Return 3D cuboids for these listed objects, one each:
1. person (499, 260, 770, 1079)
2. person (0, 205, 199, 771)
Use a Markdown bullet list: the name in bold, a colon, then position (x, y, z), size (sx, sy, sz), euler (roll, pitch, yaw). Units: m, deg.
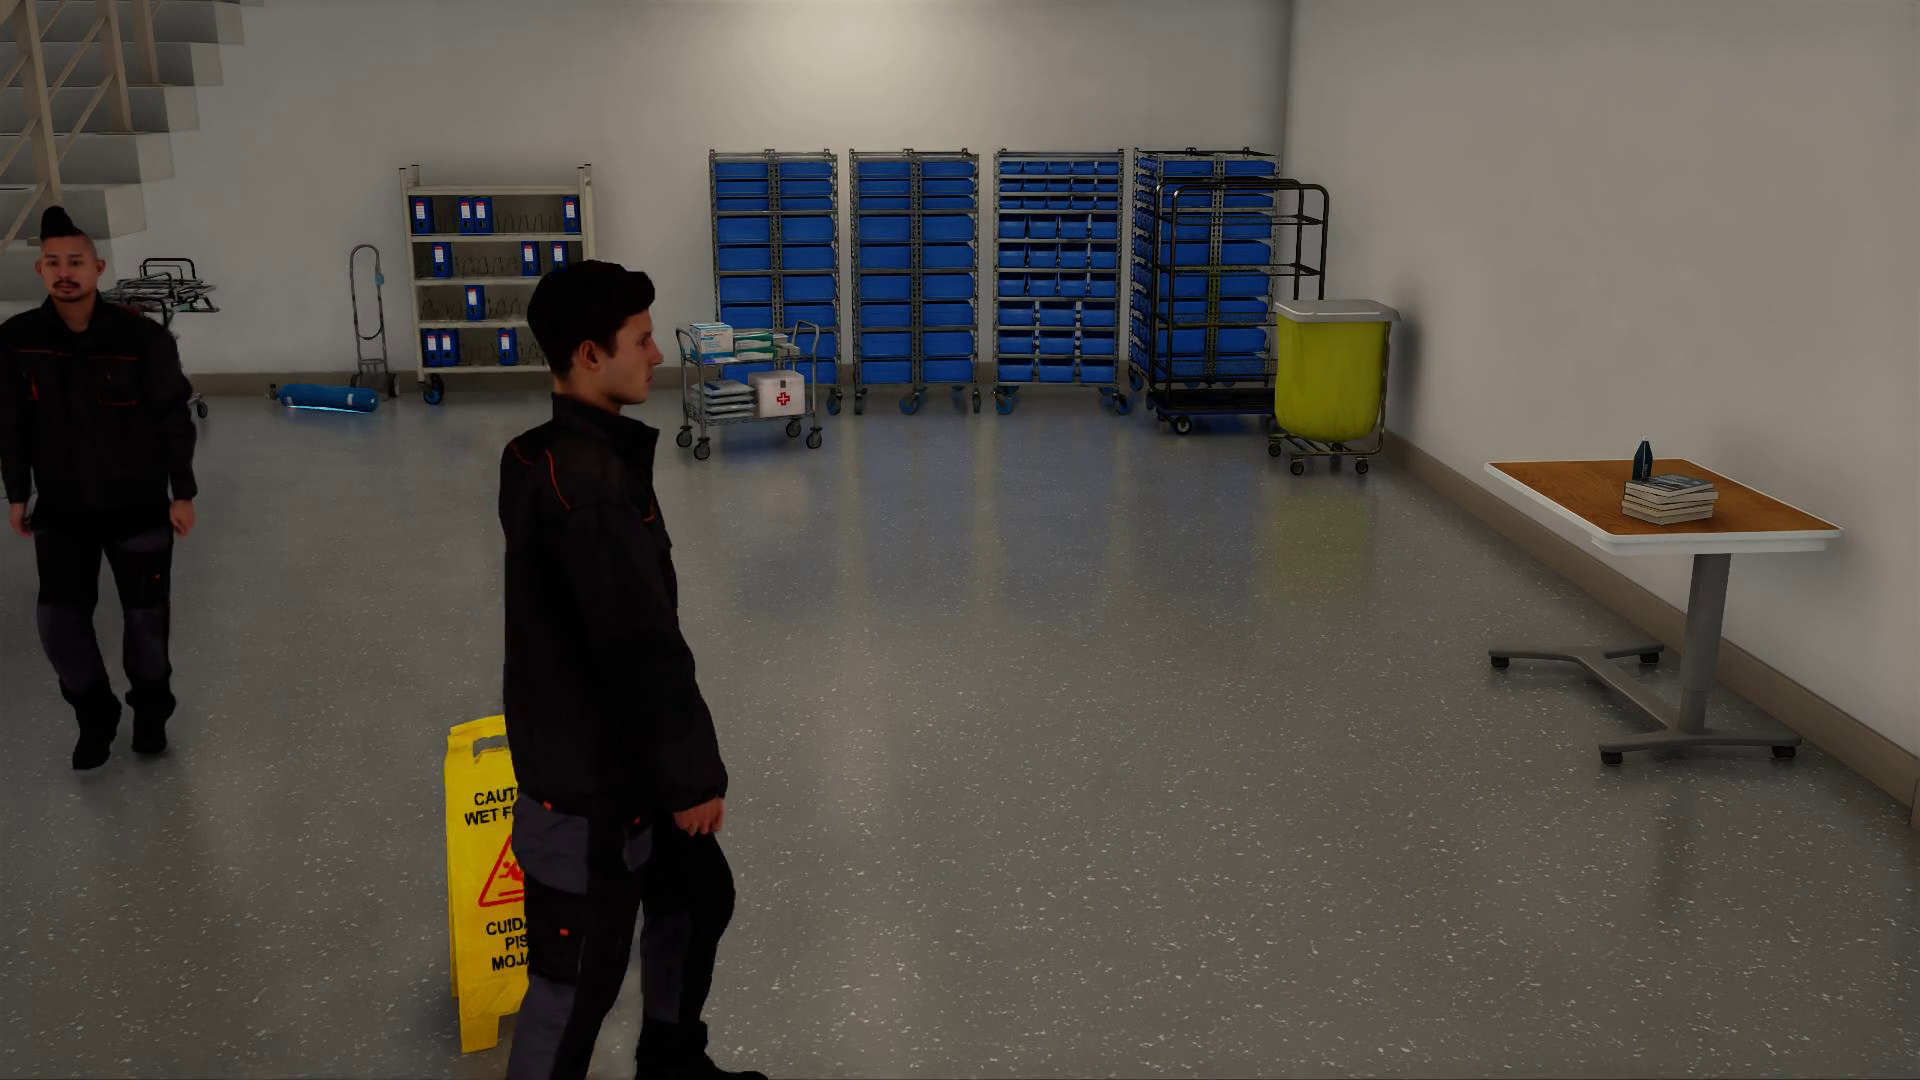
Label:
- **person**: position (-0.806, 0.435, 3.262), size (0.862, 1.924, 0.847), euler (-4, 16, -14)
- **person**: position (-2.880, -0.183, 5.591), size (0.846, 1.851, 0.773), euler (-5, 17, -18)
